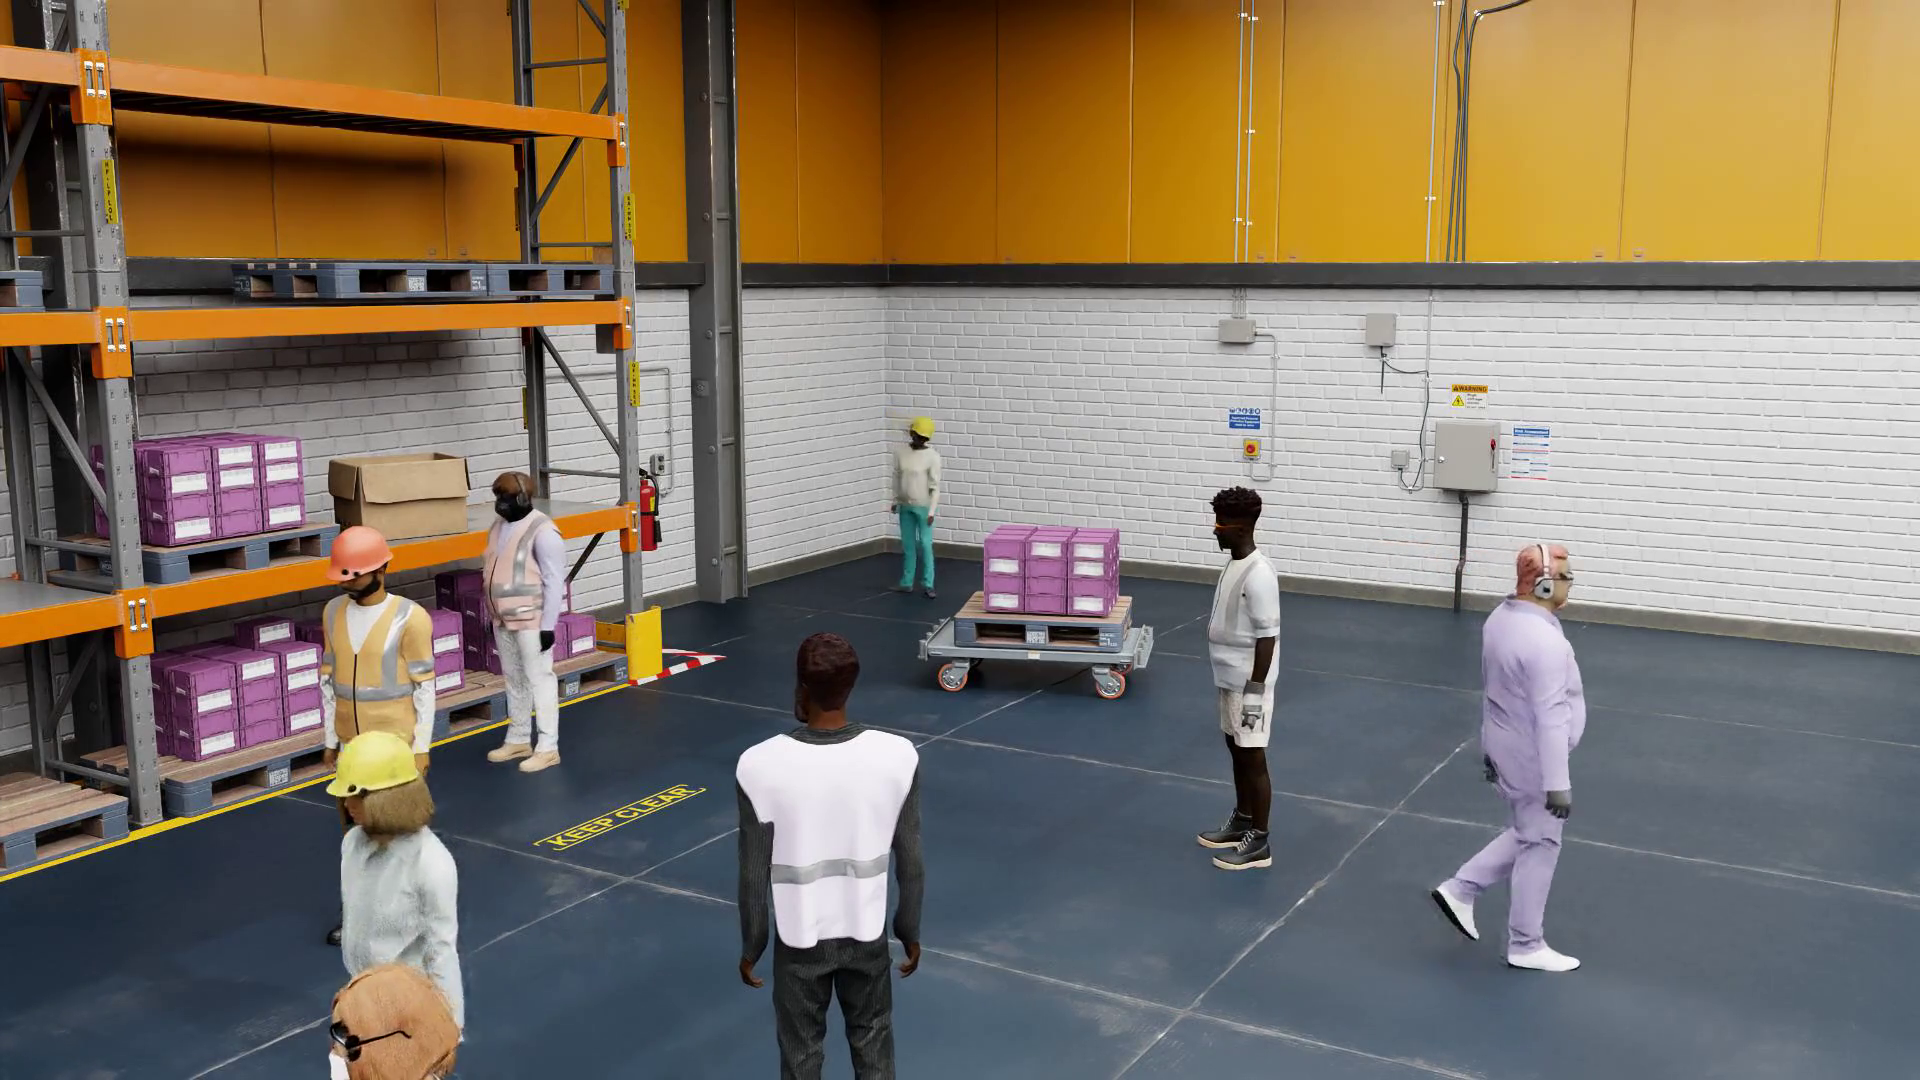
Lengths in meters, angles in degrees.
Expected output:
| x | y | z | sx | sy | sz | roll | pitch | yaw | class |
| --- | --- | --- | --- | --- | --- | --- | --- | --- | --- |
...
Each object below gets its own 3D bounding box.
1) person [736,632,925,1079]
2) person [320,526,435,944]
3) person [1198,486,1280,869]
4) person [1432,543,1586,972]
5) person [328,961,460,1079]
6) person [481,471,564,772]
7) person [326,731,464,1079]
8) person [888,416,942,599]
| x | y | z | sx | sy | sz | roll | pitch | yaw | class |
| --- | --- | --- | --- | --- | --- | --- | --- | --- | --- |
| -0.404 | 1.237 | 5.271 | 0.597 | 1.921 | 0.382 | -2 | 9 | -14 | person |
| -2.624 | 0.884 | 7.458 | 0.542 | 1.927 | 0.382 | 2 | 9 | 15 | person |
| 1.440 | 0.696 | 8.513 | 0.363 | 1.962 | 0.612 | -1 | 9 | -4 | person |
| 2.427 | 0.945 | 7.188 | 0.514 | 1.891 | 0.648 | 1 | 9 | 4 | person |
| -1.204 | 1.680 | 3.518 | 0.843 | 1.587 | 0.515 | -8 | 12 | -40 | person |
| -2.692 | 0.490 | 10.187 | 0.633 | 1.839 | 0.429 | 8 | 12 | 40 | person |
| -1.616 | 1.386 | 4.962 | 0.489 | 1.729 | 0.577 | 6 | 11 | 35 | person |
| -0.470 | -0.313 | 15.575 | 0.683 | 1.720 | 0.339 | 6 | 11 | 35 | person |
